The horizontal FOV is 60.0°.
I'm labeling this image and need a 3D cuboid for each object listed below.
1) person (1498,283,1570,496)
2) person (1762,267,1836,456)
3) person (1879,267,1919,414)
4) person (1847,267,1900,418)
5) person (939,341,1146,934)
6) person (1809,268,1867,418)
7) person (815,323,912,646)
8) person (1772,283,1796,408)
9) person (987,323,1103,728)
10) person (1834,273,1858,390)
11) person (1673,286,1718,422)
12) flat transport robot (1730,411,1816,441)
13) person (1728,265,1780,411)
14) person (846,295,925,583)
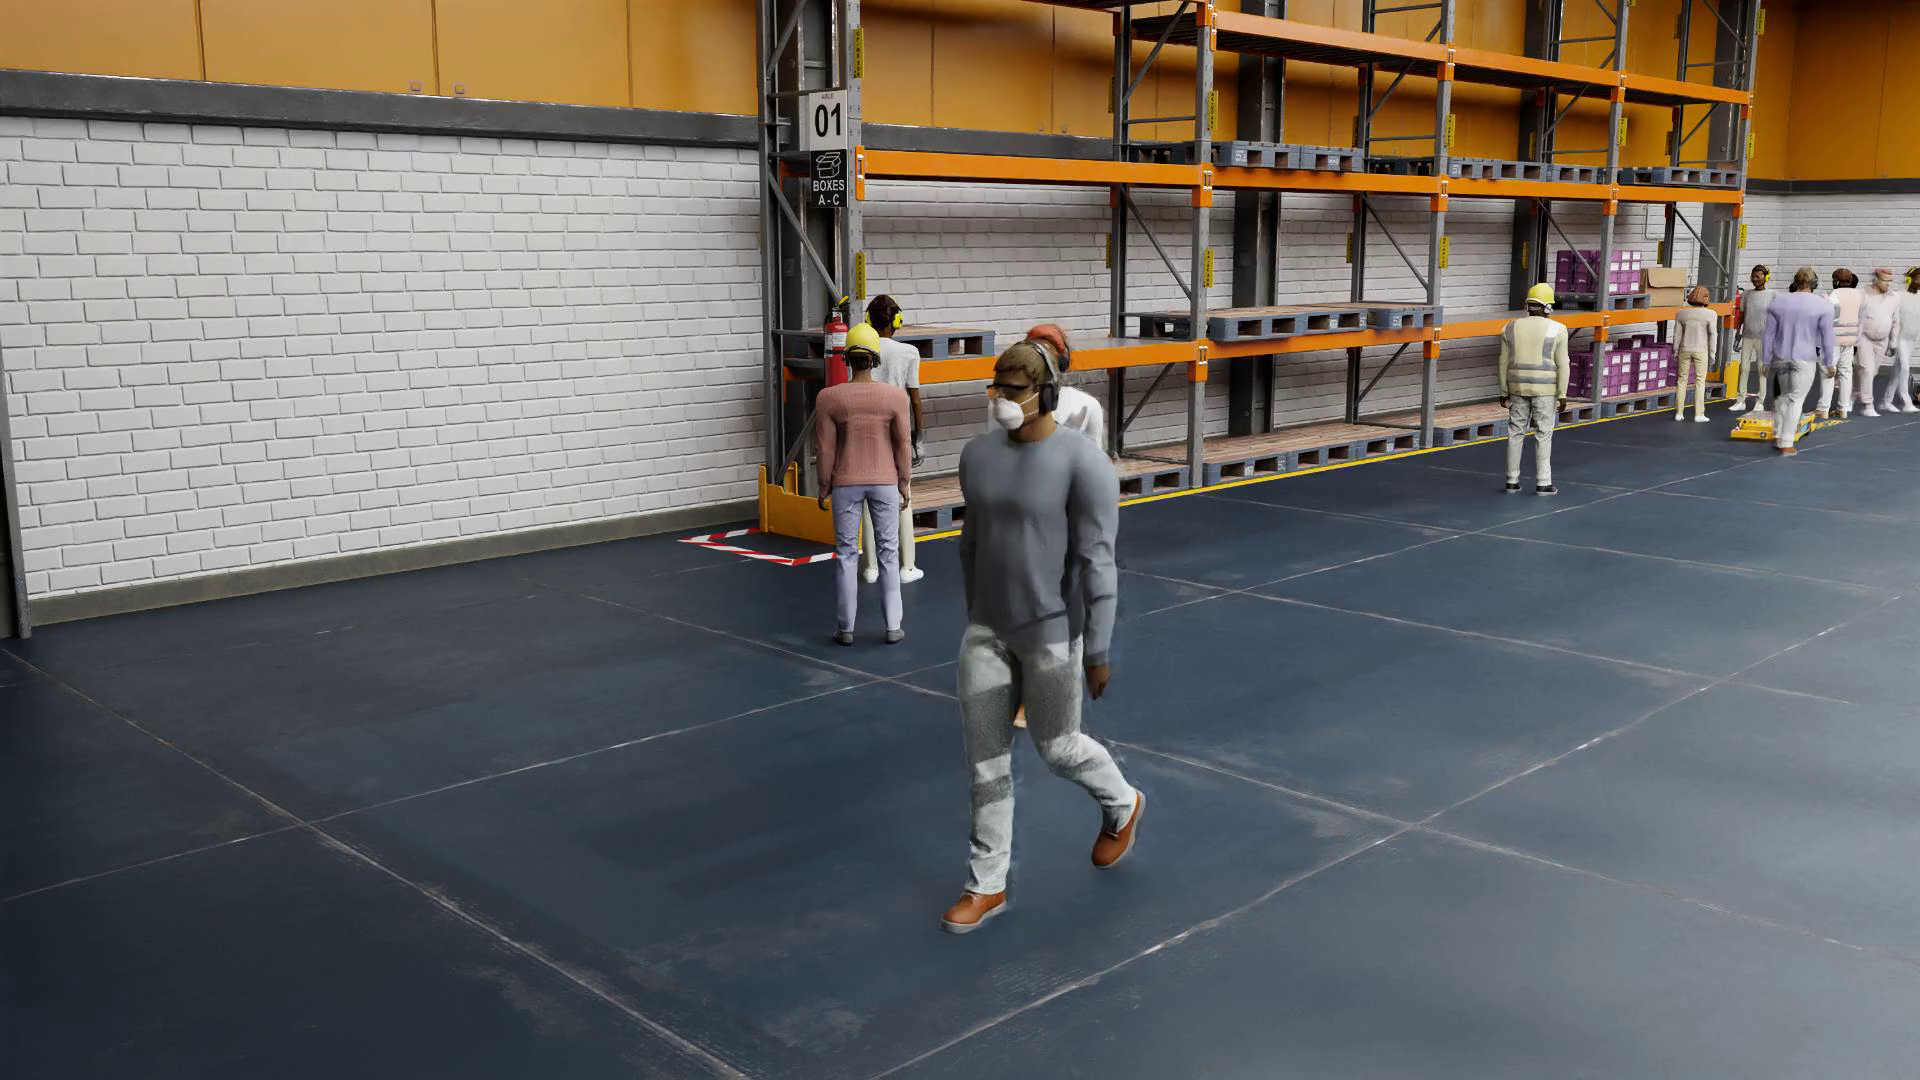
[{"bbox_3d":[4.971,-1.300,14.402,0.601,1.830,0.404,8,13,37],"label":"person"},{"bbox_3d":[8.574,-1.817,16.996,0.657,1.916,0.642,-8,13,-37],"label":"person"},{"bbox_3d":[11.968,-2.488,20.889,0.535,1.826,0.868,-2,11,-13],"label":"person"},{"bbox_3d":[11.365,-2.490,20.839,0.665,1.862,0.894,-1,10,-7],"label":"person"},{"bbox_3d":[0.285,0.292,5.516,0.635,1.916,0.855,9,14,41],"label":"person"},{"bbox_3d":[10.755,-2.409,20.424,0.625,1.844,0.429,-2,11,-12],"label":"person"},{"bbox_3d":[-0.526,-0.294,9.099,0.524,1.769,0.314,-1,10,-5],"label":"person"},{"bbox_3d":[10.751,-2.527,21.508,0.364,1.678,0.561,-9,14,-40],"label":"person"},{"bbox_3d":[0.410,-0.111,7.906,0.574,1.846,0.944,5,12,27],"label":"person"},{"bbox_3d":[12.914,-3.040,24.260,0.318,1.696,0.536,2,11,9],"label":"person"},{"bbox_3d":[8.869,-2.244,20.089,0.507,1.632,0.268,9,14,42],"label":"person"},{"bbox_3d":[9.106,-1.287,18.590,0.652,0.197,1.431,7,13,34],"label":"flat transport robot"},{"bbox_3d":[10.117,-2.560,21.168,0.318,1.870,0.531,-10,14,-43],"label":"person"},{"bbox_3d":[-0.481,-0.645,10.749,0.519,1.865,0.331,2,11,9],"label":"person"}]
